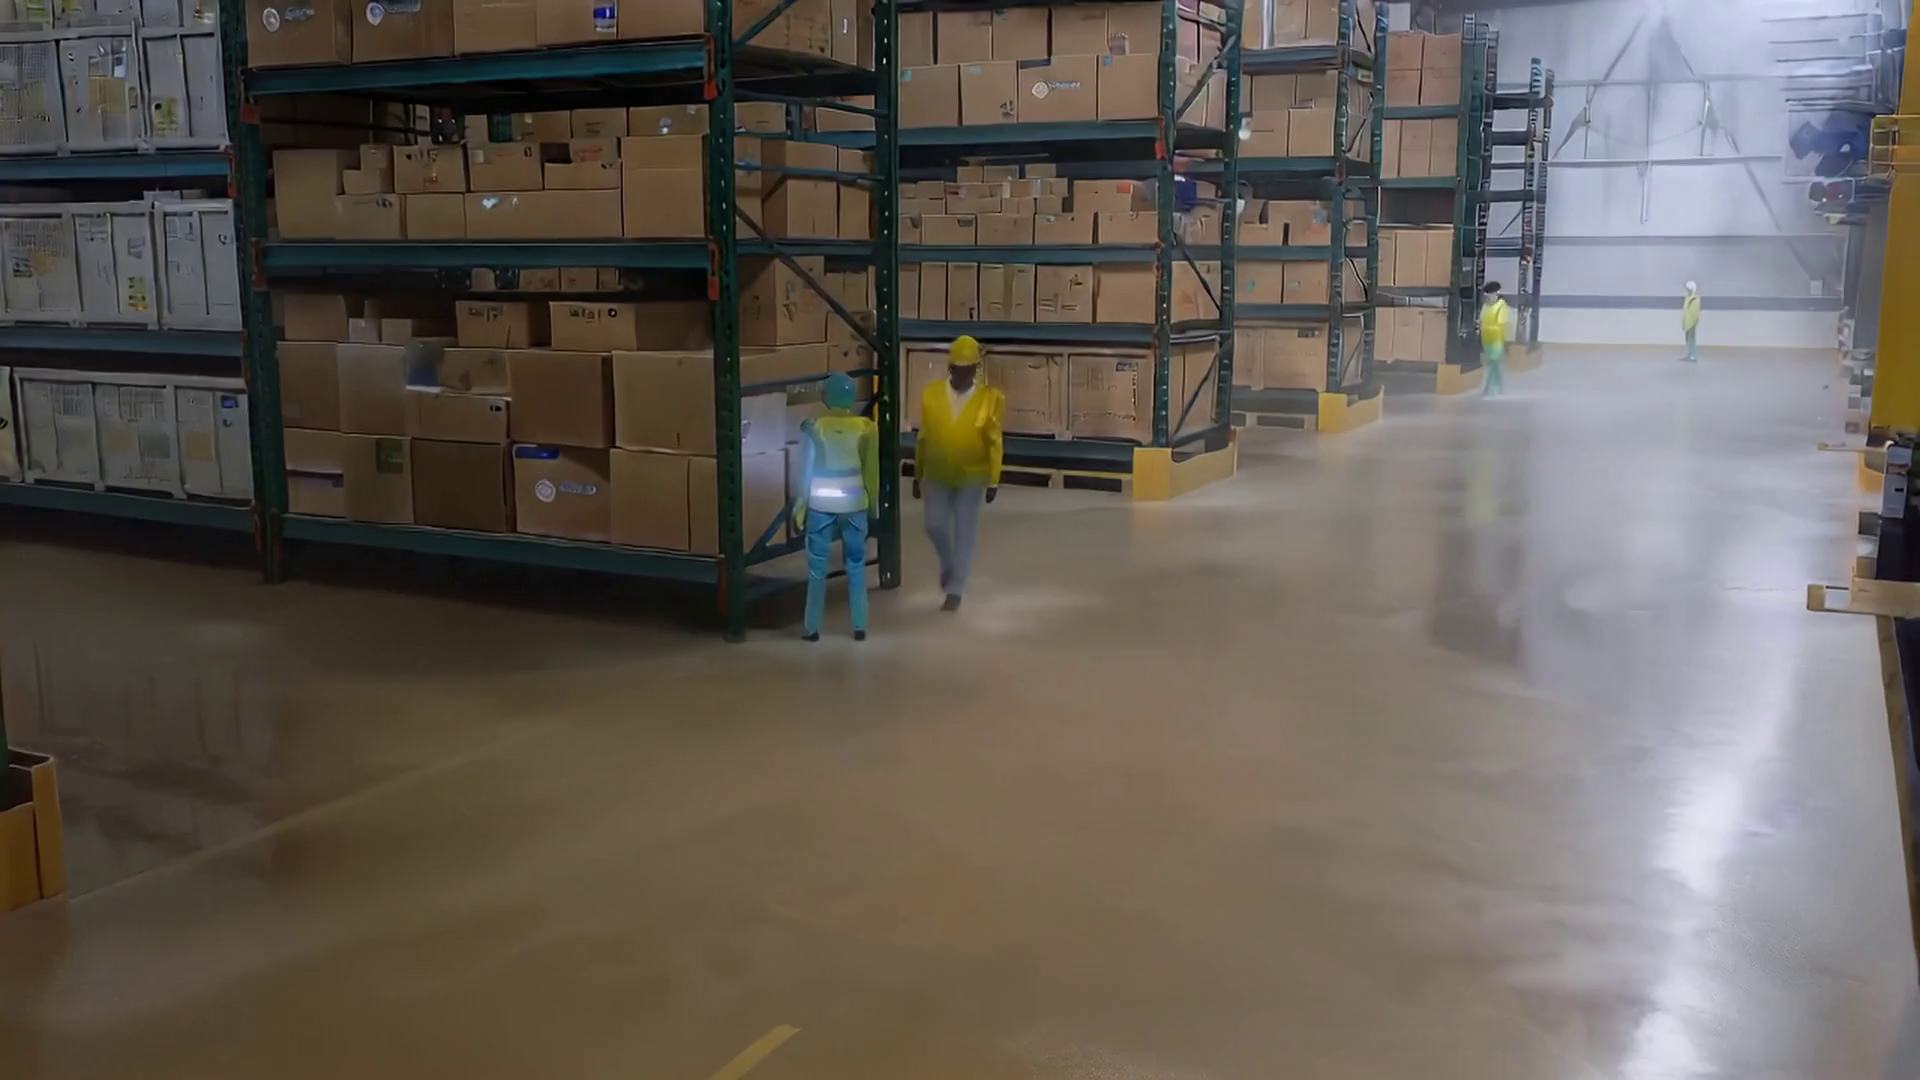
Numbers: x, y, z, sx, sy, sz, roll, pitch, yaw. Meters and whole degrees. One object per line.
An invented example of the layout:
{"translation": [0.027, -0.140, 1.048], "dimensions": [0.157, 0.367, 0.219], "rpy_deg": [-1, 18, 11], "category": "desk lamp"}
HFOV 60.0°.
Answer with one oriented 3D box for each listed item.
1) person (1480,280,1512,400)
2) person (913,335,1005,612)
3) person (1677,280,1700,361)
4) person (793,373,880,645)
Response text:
{"translation": [8.597, -3.196, 26.594], "dimensions": [0.796, 1.909, 0.565], "rpy_deg": [-7, 12, -36], "category": "person"}
{"translation": [0.000, -0.452, 10.973], "dimensions": [0.607, 1.808, 0.576], "rpy_deg": [2, 10, 13], "category": "person"}
{"translation": [15.722, -4.724, 35.893], "dimensions": [0.361, 1.742, 0.563], "rpy_deg": [0, 10, 0], "category": "person"}
{"translation": [-0.727, -0.177, 9.897], "dimensions": [0.528, 1.625, 0.314], "rpy_deg": [-3, 10, -15], "category": "person"}
